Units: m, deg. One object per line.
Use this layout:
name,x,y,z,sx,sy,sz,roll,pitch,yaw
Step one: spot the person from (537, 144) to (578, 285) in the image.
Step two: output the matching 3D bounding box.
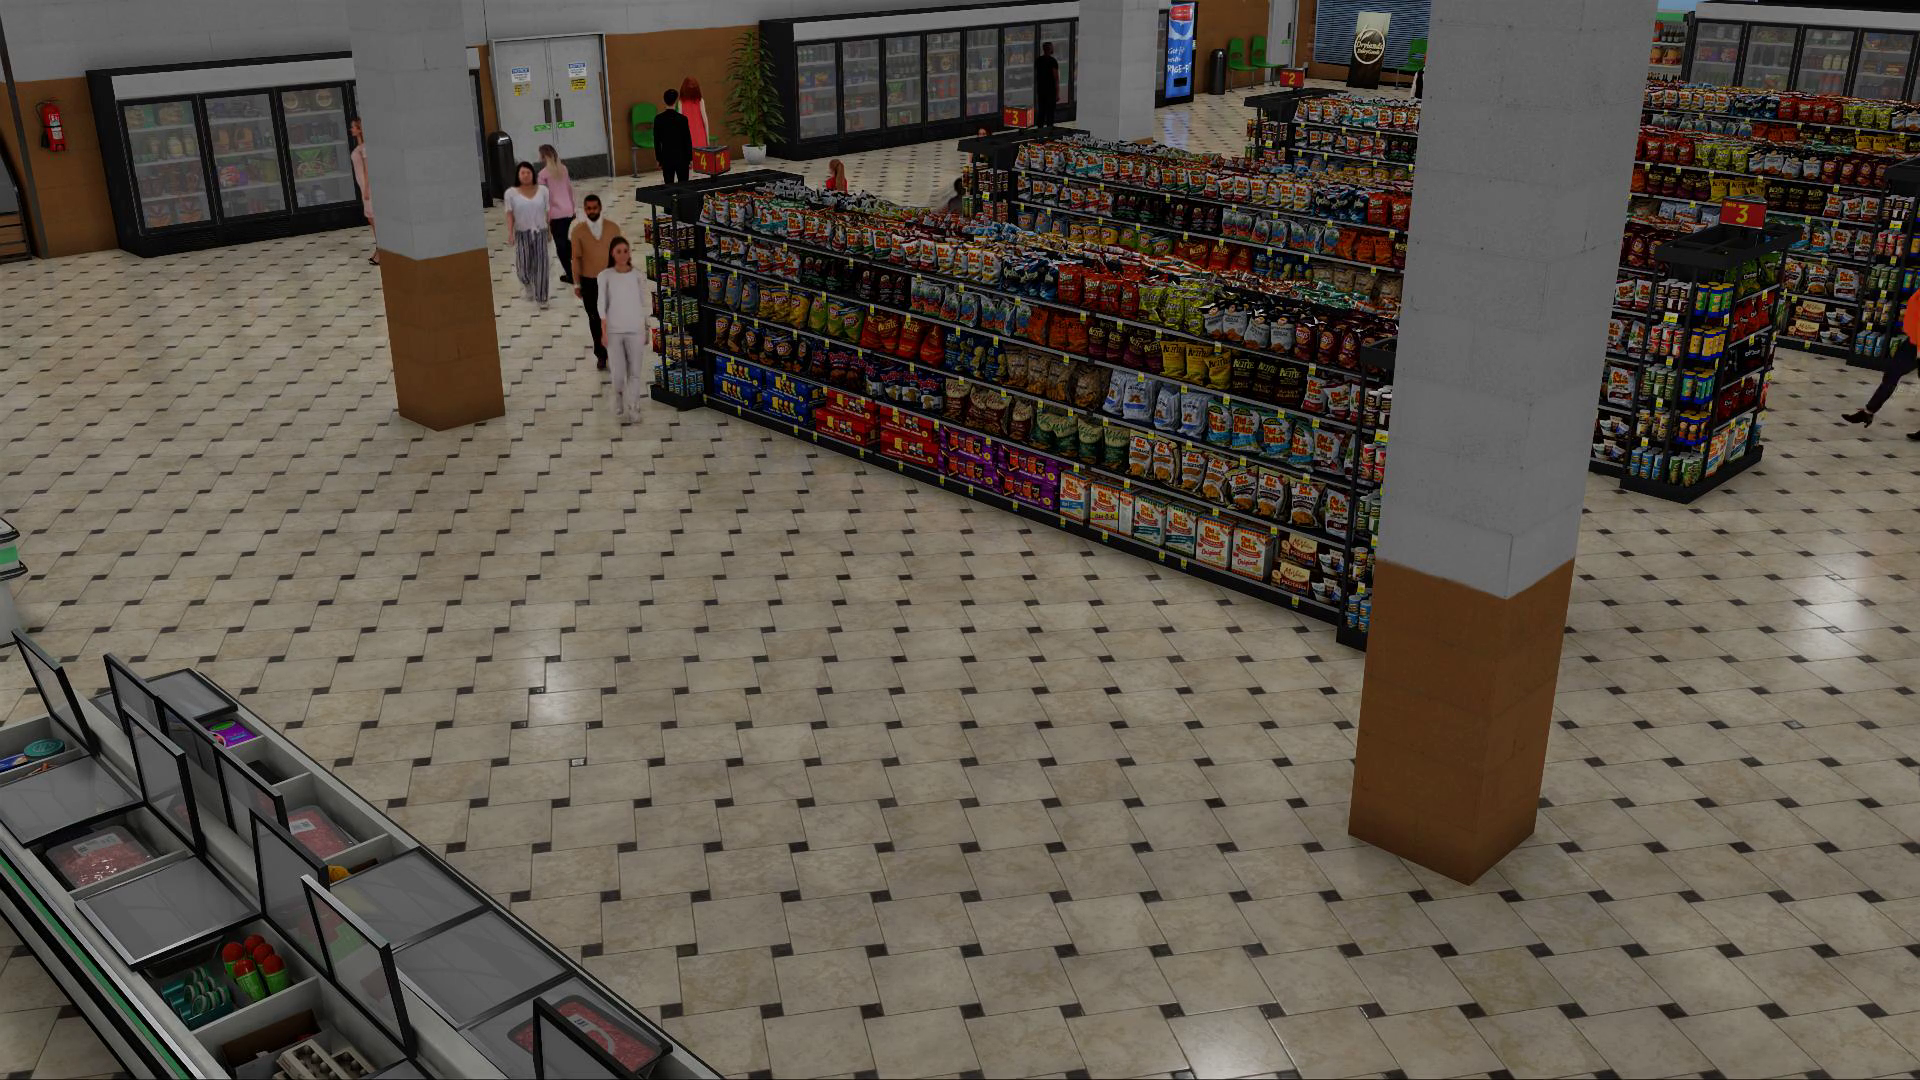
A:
person,-4.771,-3.896,19.976,0.607,1.668,0.647,19,29,39

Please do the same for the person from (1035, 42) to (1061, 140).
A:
person,1.593,-8.184,30.445,0.506,1.820,0.731,18,28,38

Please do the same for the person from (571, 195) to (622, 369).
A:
person,-3.594,-2.586,16.617,0.814,1.741,0.848,-5,22,-12

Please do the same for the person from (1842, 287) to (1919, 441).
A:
person,8.409,-1.666,14.358,0.682,1.720,1.008,-16,27,-35

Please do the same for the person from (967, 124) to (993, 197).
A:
person,0.306,-4.421,21.207,0.578,1.726,0.696,7,23,18

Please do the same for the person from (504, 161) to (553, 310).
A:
person,-4.915,-3.501,19.013,0.949,1.654,1.135,-7,23,-17

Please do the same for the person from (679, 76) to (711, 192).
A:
person,-4.038,-6.106,25.262,0.637,1.828,0.717,2,22,5

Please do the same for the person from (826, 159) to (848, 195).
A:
person,-1.569,-4.239,21.350,0.483,1.280,0.490,19,28,38

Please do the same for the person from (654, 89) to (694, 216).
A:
person,-3.993,-5.337,23.259,0.773,1.894,0.845,1,22,3

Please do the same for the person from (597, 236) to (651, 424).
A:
person,-3.054,-1.907,15.005,0.721,1.684,0.776,-10,24,-24

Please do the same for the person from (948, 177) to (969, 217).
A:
person,-0.002,-3.737,20.123,0.630,1.264,0.691,6,23,15

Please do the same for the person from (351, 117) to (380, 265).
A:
person,-7.485,-4.427,21.081,0.695,1.830,0.562,-9,23,-20
